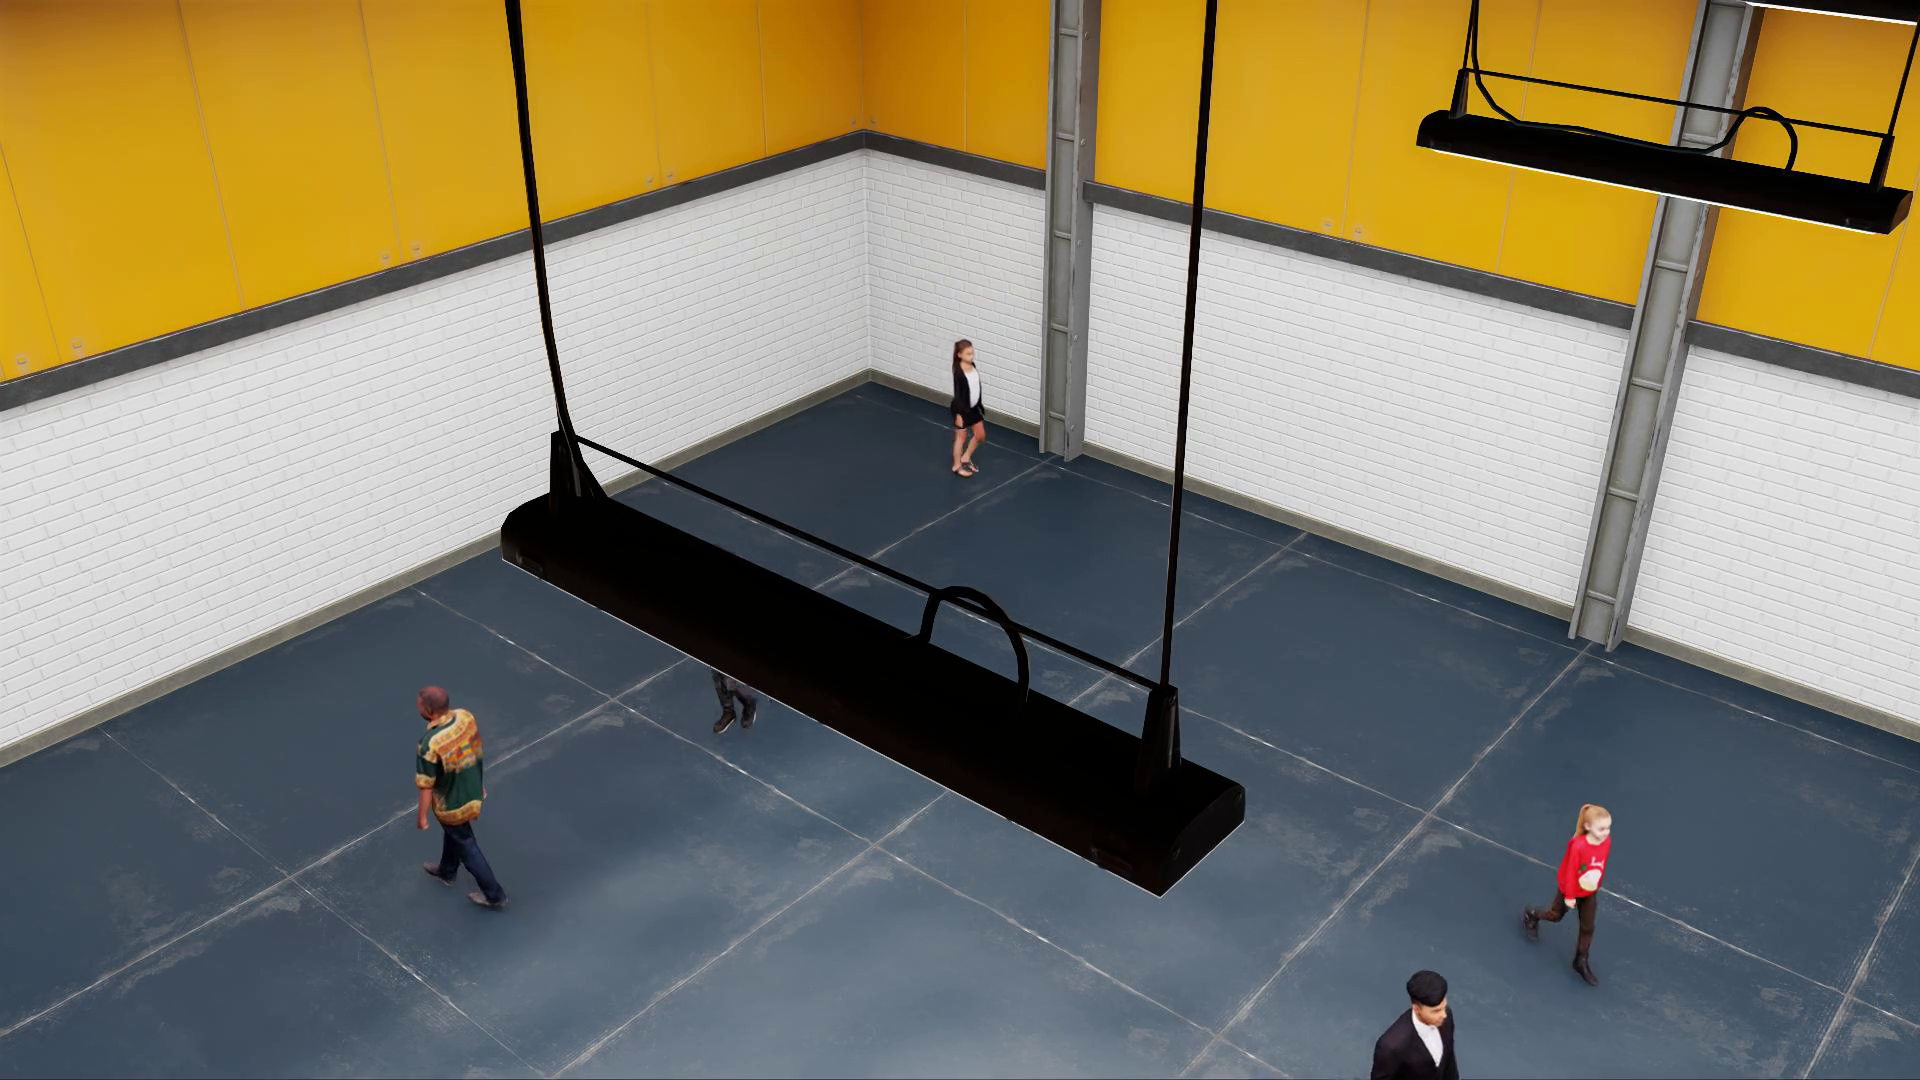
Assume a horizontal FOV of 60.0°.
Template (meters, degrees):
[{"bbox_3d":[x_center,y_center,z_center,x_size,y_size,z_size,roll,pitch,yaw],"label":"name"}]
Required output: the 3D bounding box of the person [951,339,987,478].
[{"bbox_3d":[-0.001,-1.407,17.515,0.575,1.544,0.553,21,35,33],"label":"person"}]

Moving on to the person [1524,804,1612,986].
[{"bbox_3d":[4.064,2.282,11.045,0.788,1.263,0.951,-8,30,-15],"label":"person"}]

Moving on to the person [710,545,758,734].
[{"bbox_3d":[-1.826,0.740,13.179,0.650,1.701,0.771,16,32,26],"label":"person"}]

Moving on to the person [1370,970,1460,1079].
[{"bbox_3d":[2.377,3.022,9.092,0.797,1.834,1.212,-24,36,-36],"label":"person"}]

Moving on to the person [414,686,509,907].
[{"bbox_3d":[-3.408,1.794,11.403,1.117,1.777,0.900,11,31,19],"label":"person"}]
